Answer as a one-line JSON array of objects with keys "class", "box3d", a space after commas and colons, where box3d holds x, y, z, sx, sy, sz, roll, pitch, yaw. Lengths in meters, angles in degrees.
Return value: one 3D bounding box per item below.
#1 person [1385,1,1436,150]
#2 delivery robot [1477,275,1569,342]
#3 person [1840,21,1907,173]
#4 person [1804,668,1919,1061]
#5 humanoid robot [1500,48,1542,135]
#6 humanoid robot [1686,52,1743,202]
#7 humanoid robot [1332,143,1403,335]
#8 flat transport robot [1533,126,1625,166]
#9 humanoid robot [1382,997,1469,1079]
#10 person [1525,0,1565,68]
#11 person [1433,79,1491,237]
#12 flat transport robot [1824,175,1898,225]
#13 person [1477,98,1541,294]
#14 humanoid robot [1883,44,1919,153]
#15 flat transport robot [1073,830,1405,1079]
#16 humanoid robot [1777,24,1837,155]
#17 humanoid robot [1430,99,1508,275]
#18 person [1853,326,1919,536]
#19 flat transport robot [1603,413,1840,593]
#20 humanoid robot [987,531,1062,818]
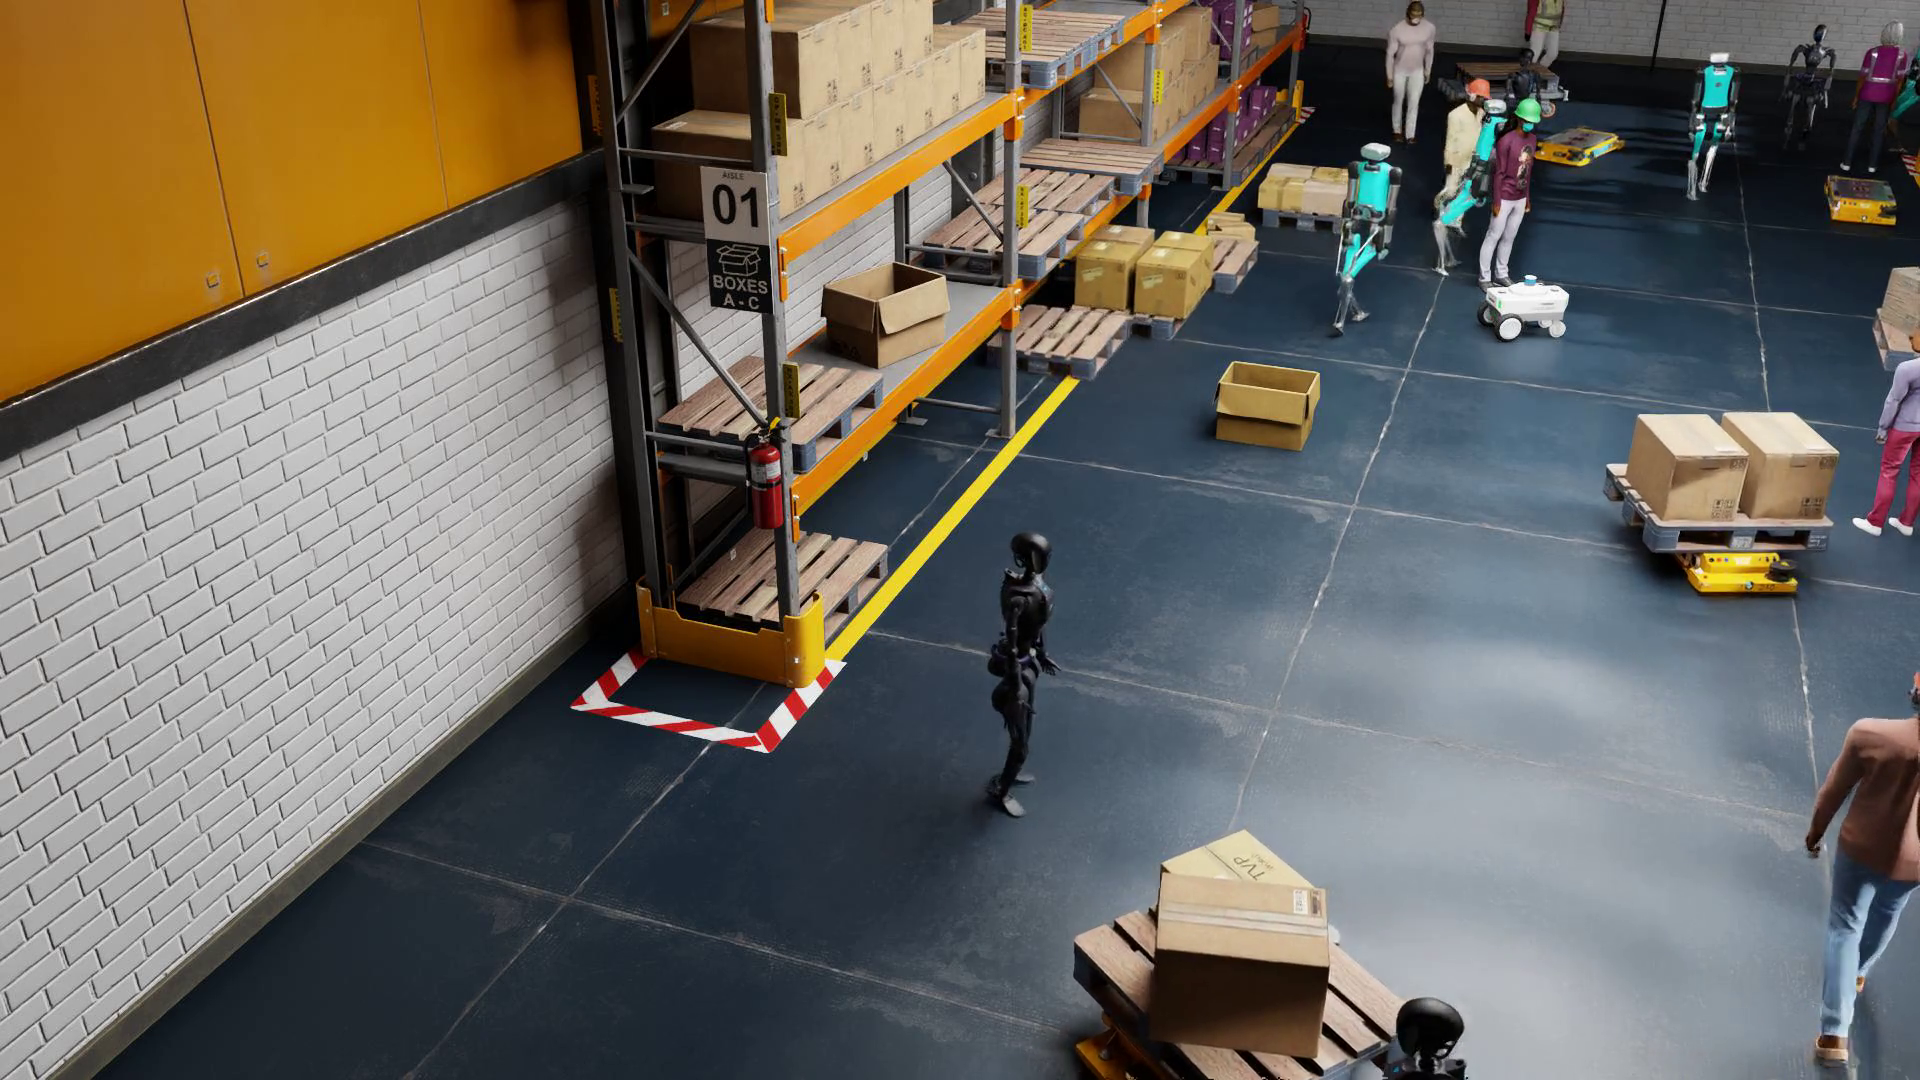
[{"class": "person", "box3d": [5.875, -6.080, 21.776, 0.632, 1.879, 1.036, 3, 27, 5]}, {"class": "delivery robot", "box3d": [5.328, -2.198, 15.697, 0.782, 0.589, 0.499, -3, 27, -5]}, {"class": "person", "box3d": [11.426, -5.521, 20.753, 0.507, 1.839, 0.347, 12, 30, 22]}, {"class": "person", "box3d": [4.064, 1.358, 7.279, 0.619, 1.955, 0.970, 11, 29, 20]}, {"class": "humanoid robot", "box3d": [6.744, -5.094, 20.104, 0.608, 1.639, 0.329, -12, 30, -21]}, {"class": "humanoid robot", "box3d": [8.873, -4.949, 19.779, 0.582, 1.777, 0.891, 6, 28, 12]}, {"class": "humanoid robot", "box3d": [3.660, -2.747, 15.513, 0.536, 1.767, 0.998, 20, 33, 34]}, {"class": "flat transport robot", "box3d": [8.081, -5.142, 21.725, 0.659, 0.231, 1.431, 22, 35, 36]}, {"class": "humanoid robot", "box3d": [1.571, 2.252, 5.863, 0.575, 1.633, 0.593, 4, 28, 9]}, {"class": "person", "box3d": [8.749, -7.652, 24.907, 0.660, 1.816, 0.428, -10, 29, -19]}, {"class": "person", "box3d": [5.512, -4.260, 18.435, 0.568, 1.713, 0.610, -11, 29, -21]}, {"class": "flat transport robot", "box3d": [10.539, -3.984, 19.479, 0.659, 0.231, 1.431, 10, 29, 19]}, {"class": "person", "box3d": [5.483, -3.431, 16.580, 0.488, 1.944, 0.431, -15, 31, -26]}, {"class": "humanoid robot", "box3d": [12.257, -5.858, 21.567, 0.640, 1.842, 0.531, 1, 27, 1]}, {"class": "flat transport robot", "box3d": [1.293, 2.198, 7.488, 1.431, 0.231, 0.659, -15, 31, -27]}, {"class": "humanoid robot", "box3d": [10.925, -5.815, 21.489, 0.600, 1.644, 0.405, 14, 30, 25]}, {"class": "humanoid robot", "box3d": [5.159, -3.643, 17.222, 0.849, 1.782, 0.609, -1, 27, -1]}, {"class": "person", "box3d": [6.750, -0.787, 11.795, 0.498, 1.629, 0.288, -2, 27, -4]}, {"class": "flat transport robot", "box3d": [5.316, -0.040, 11.828, 0.659, 0.231, 1.431, 0, 27, 0]}, {"class": "humanoid robot", "box3d": [0.319, 0.696, 8.865, 0.364, 1.647, 0.600, 9, 29, 17]}]
